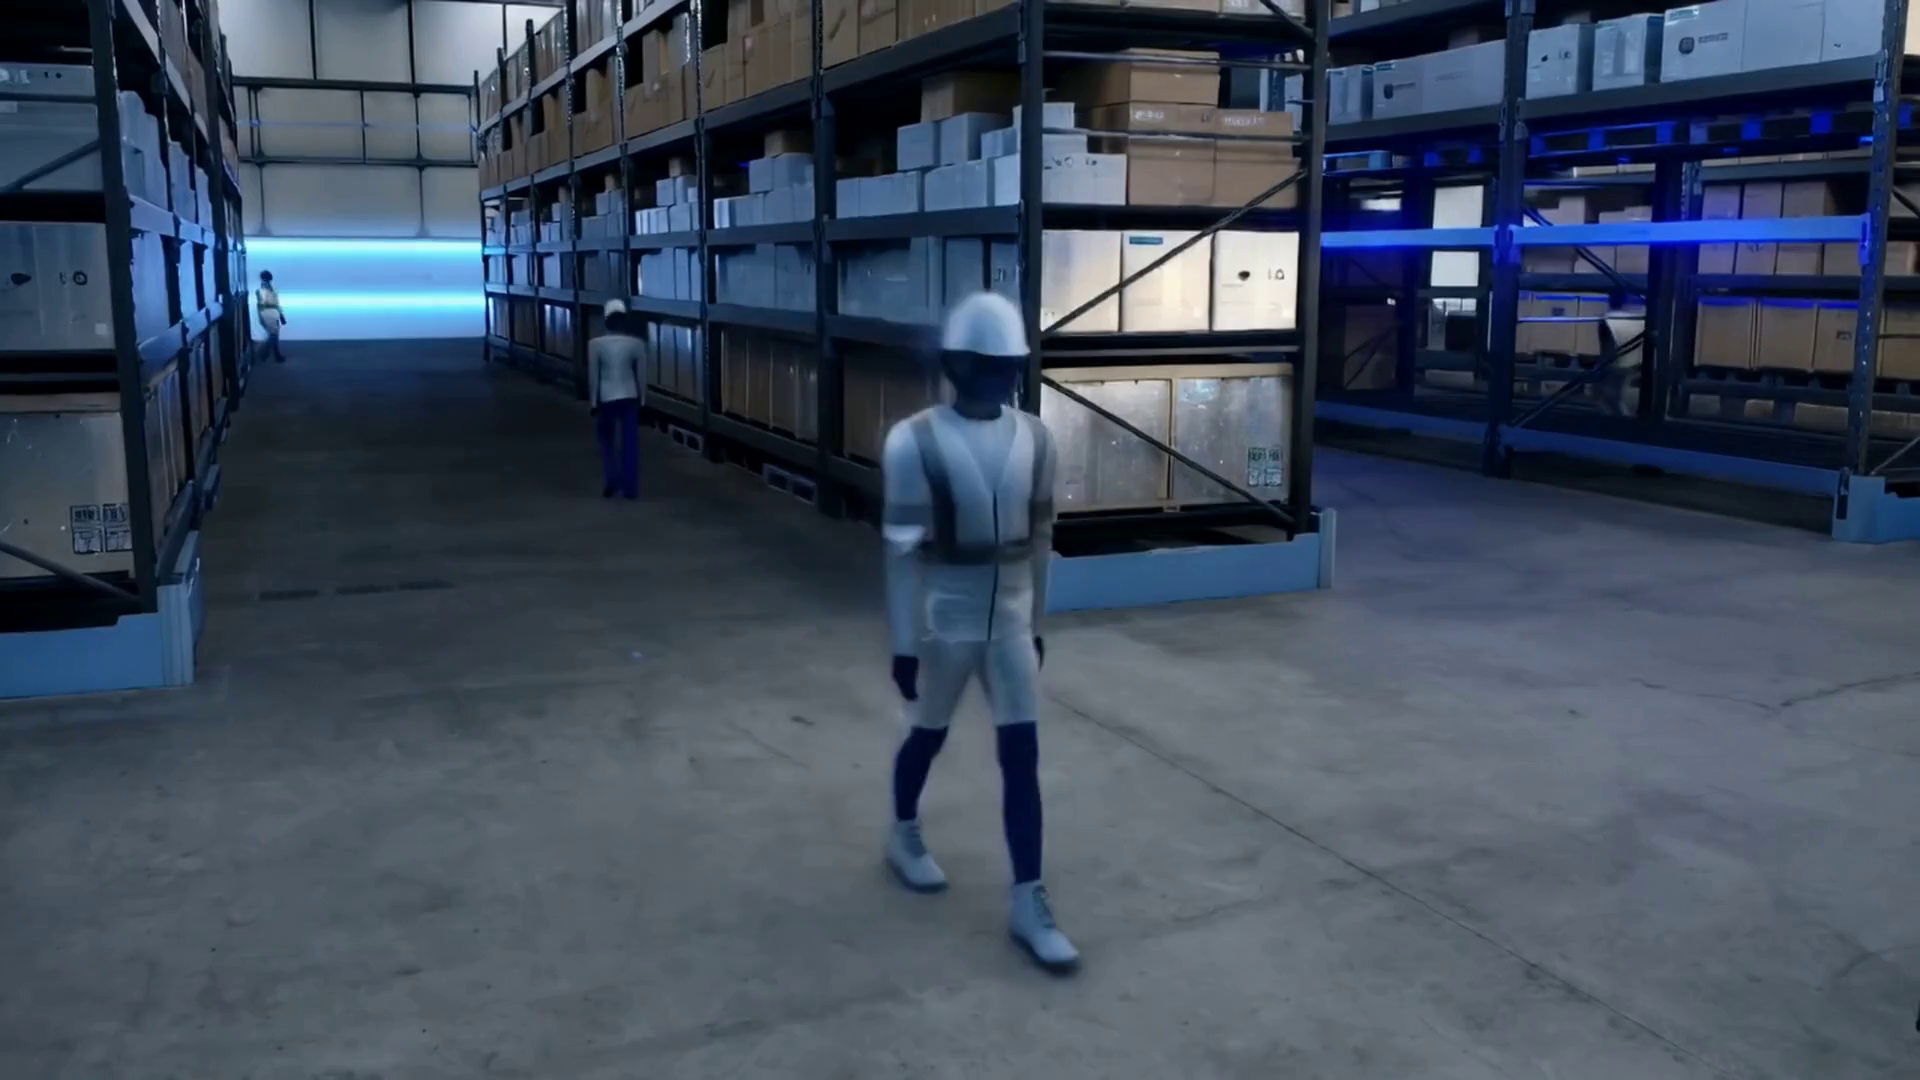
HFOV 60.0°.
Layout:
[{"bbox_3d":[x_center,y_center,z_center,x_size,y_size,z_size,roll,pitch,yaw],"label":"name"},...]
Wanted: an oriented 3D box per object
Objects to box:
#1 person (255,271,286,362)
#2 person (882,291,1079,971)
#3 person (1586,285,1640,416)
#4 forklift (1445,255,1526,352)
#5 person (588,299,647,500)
[{"bbox_3d":[-14.479,-4.661,34.718,0.721,1.899,0.560,5,11,27],"label":"person"},{"bbox_3d":[0.030,0.230,5.170,0.623,1.997,1.051,-5,11,-26],"label":"person"},{"bbox_3d":[7.164,-1.880,18.255,0.608,1.824,0.511,-4,10,-24],"label":"person"},{"bbox_3d":[10.336,-4.651,31.723,1.129,2.768,1.873,-7,11,-34],"label":"forklift"},{"bbox_3d":[-2.987,-1.223,14.554,0.540,1.748,0.434,-5,11,-25],"label":"person"}]
